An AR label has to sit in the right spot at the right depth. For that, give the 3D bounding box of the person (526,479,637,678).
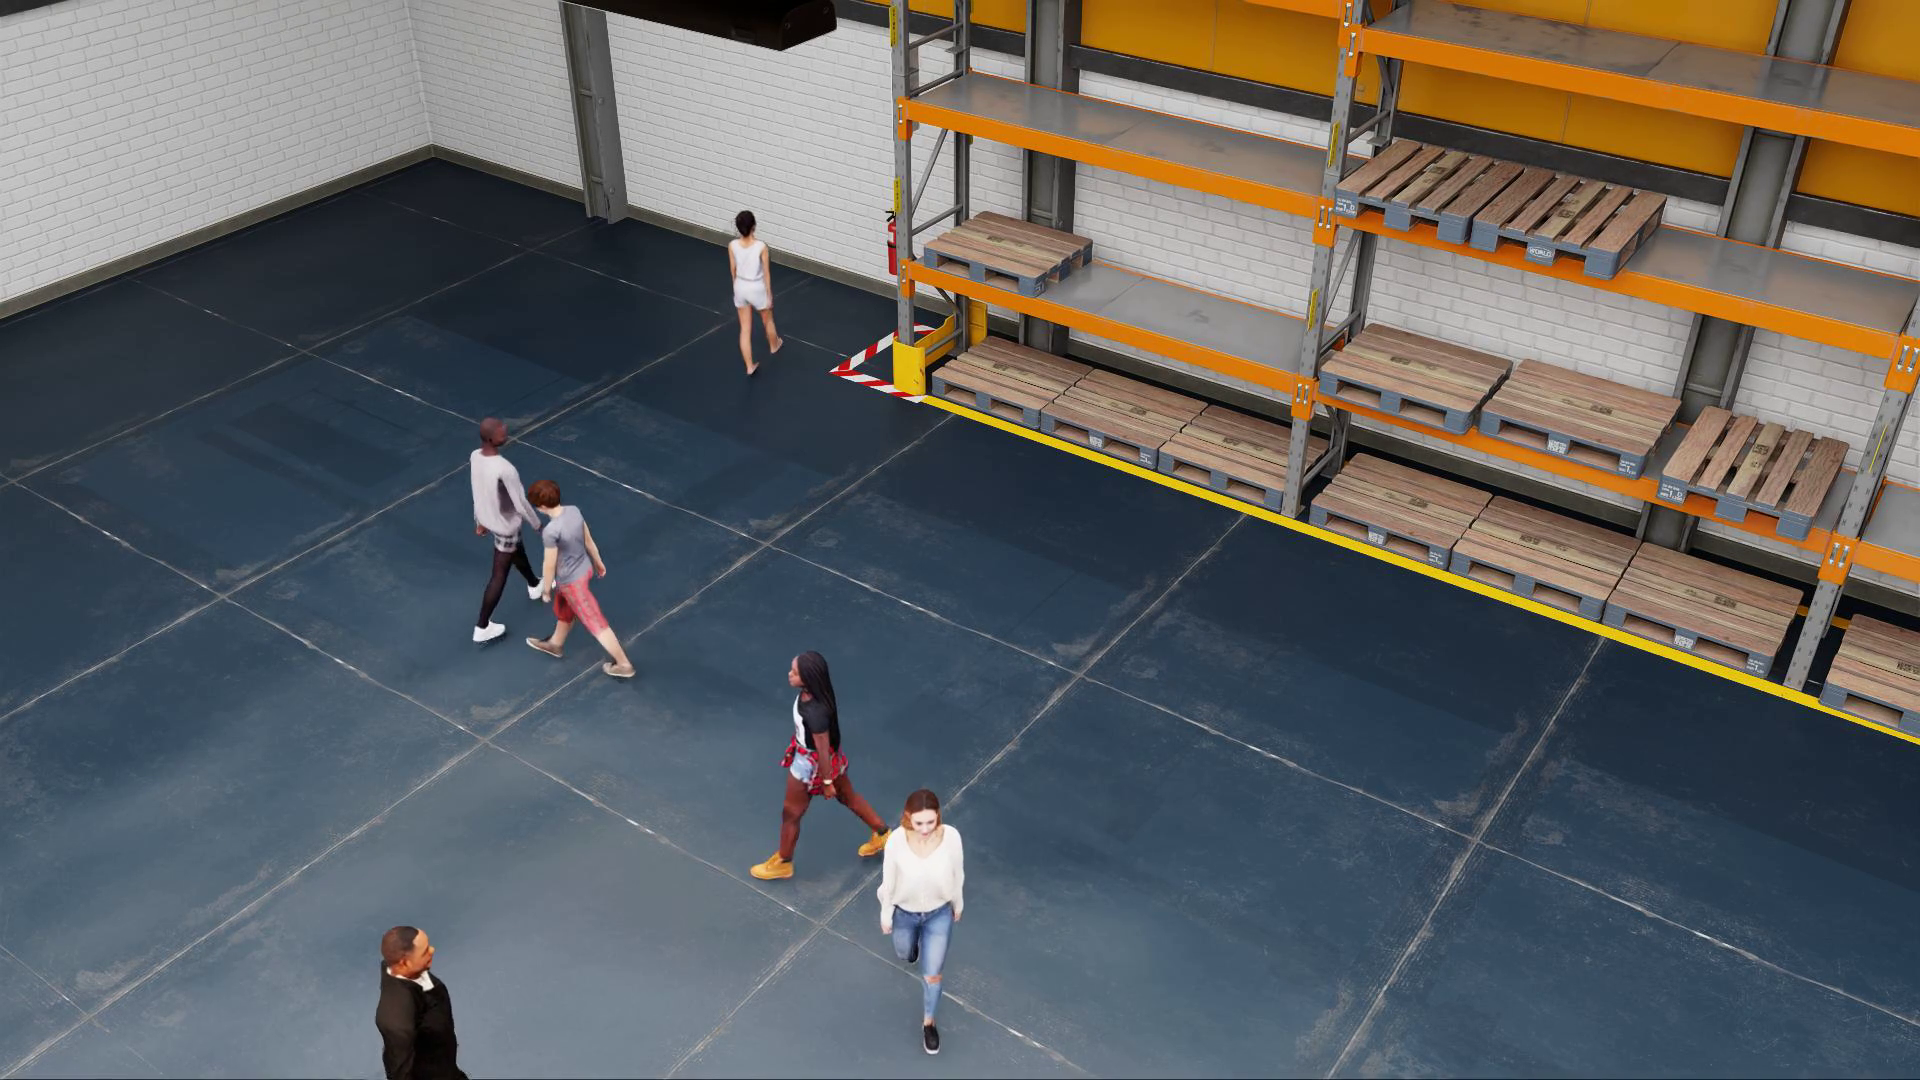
[{"bbox_3d":[-2.641,0.320,11.723,1.205,1.600,0.857,11,35,17],"label":"person"}]

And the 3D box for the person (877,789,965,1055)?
[{"bbox_3d":[-0.232,1.993,9.143,1.054,1.669,1.073,-3,34,-5],"label":"person"}]

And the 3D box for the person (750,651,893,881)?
[{"bbox_3d":[-0.763,1.365,10.075,1.204,1.684,1.111,-4,34,-6],"label":"person"}]

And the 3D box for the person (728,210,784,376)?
[{"bbox_3d":[-1.990,-2.294,15.670,0.937,1.586,0.868,7,34,10],"label":"person"}]

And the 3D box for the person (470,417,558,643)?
[{"bbox_3d":[-3.420,-0.052,12.169,1.111,1.725,0.751,24,40,31],"label":"person"}]
